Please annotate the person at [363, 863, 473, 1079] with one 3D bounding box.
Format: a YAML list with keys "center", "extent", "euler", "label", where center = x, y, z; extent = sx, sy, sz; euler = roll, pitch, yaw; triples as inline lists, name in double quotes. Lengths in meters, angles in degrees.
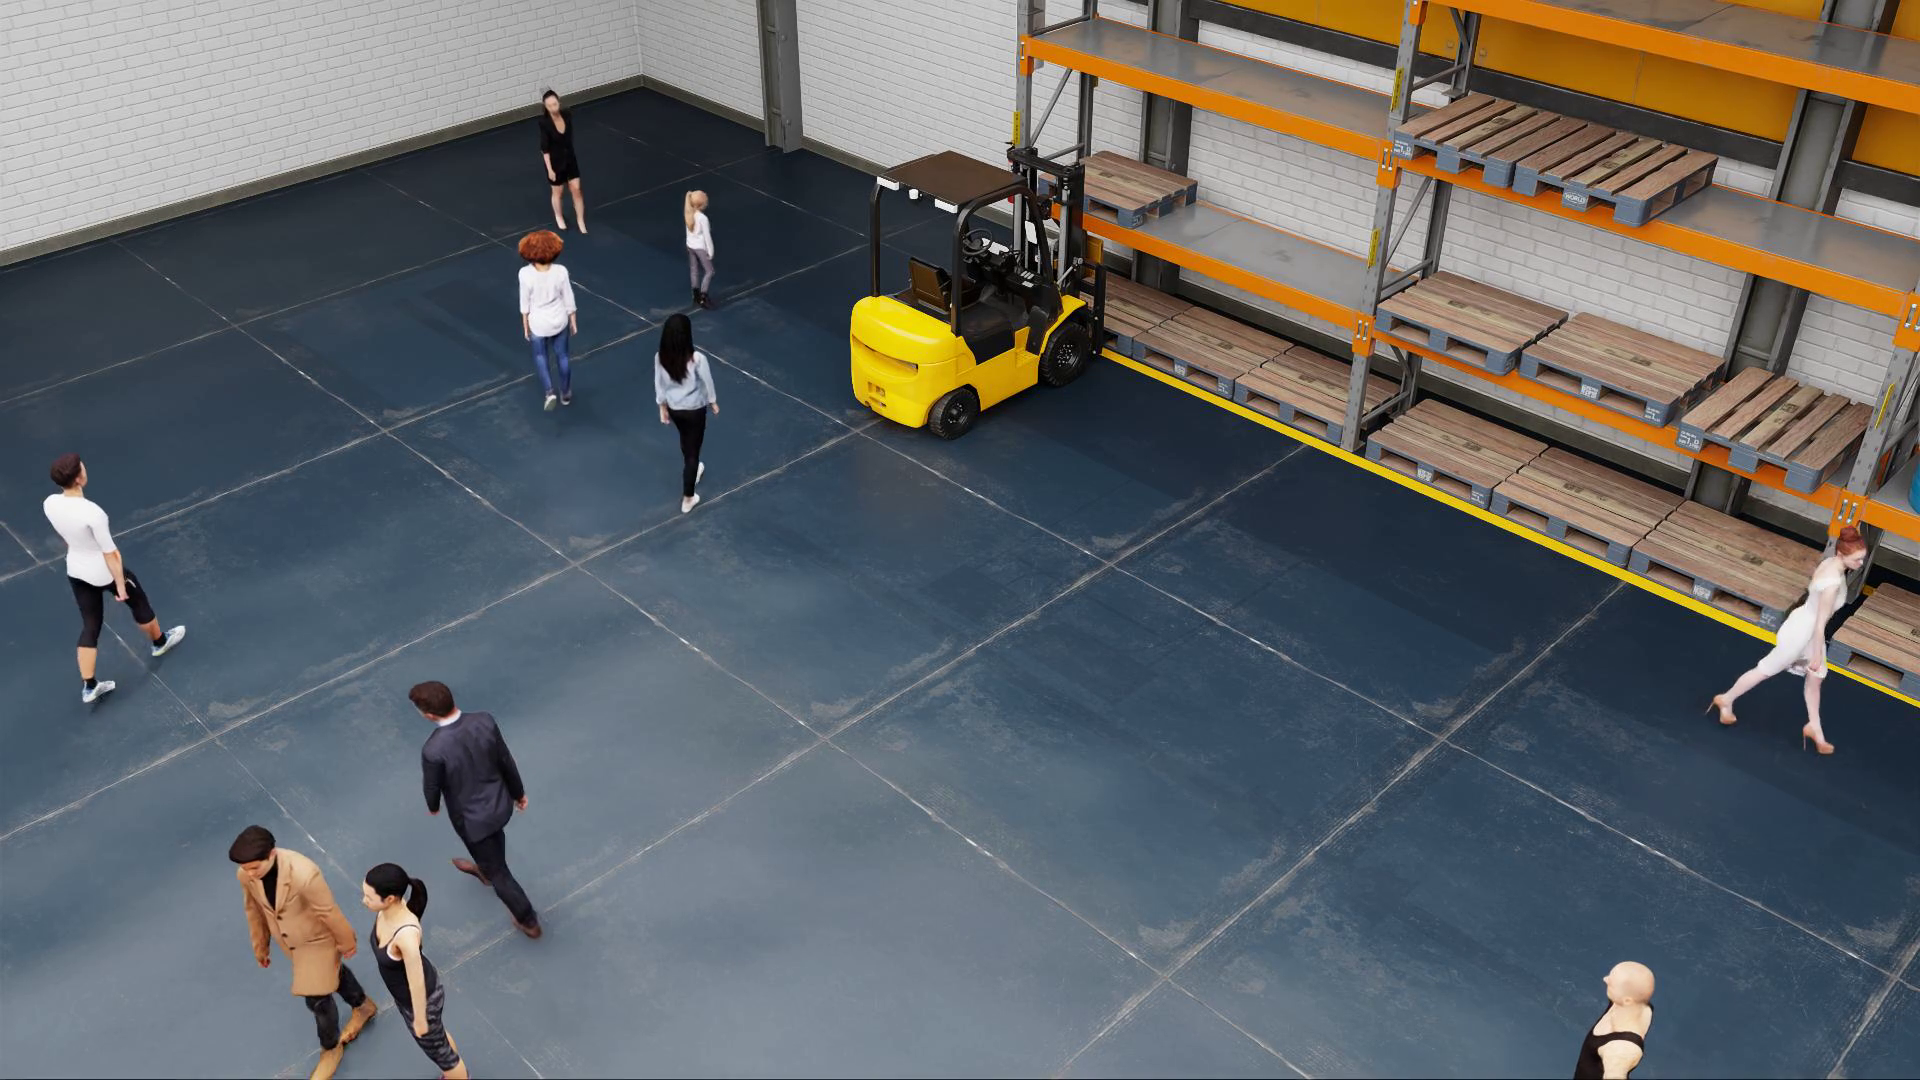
- center: [-2.746, 2.303, 8.460]
  extent: [0.658, 1.720, 0.529]
  euler: [-20, 39, -27]
  label: "person"

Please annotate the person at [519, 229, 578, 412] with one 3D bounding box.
- center: [-3.668, -1.915, 14.830]
  extent: [0.856, 1.693, 0.951]
  euler: [-8, 35, -12]
  label: "person"

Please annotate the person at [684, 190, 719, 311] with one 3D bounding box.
- center: [-2.650, -2.951, 16.779]
  extent: [0.413, 1.261, 0.670]
  euler: [21, 39, 28]
  label: "person"

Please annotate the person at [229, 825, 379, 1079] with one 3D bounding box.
- center: [-3.419, 2.043, 8.875]
  extent: [0.902, 1.692, 0.916]
  euler: [11, 35, 16]
  label: "person"

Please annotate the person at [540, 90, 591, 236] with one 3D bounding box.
- center: [-4.386, -4.111, 18.167]
  extent: [0.702, 1.656, 0.603]
  euler: [25, 41, 32]
  label: "person"

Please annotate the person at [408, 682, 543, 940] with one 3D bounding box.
- center: [-2.683, 1.589, 9.451]
  extent: [1.075, 1.811, 0.769]
  euler: [25, 41, 33]
  label: "person"

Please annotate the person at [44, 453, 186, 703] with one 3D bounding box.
- center: [-5.994, 0.278, 11.419]
  extent: [1.230, 1.816, 1.146]
  euler: [8, 35, 12]
  label: "person"

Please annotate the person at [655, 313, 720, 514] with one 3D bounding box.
- center: [-2.233, -0.991, 13.447]
  extent: [0.942, 1.684, 0.921]
  euler: [9, 35, 13]
  label: "person"

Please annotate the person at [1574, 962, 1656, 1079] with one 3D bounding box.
- center: [3.025, 2.655, 7.845]
  extent: [0.628, 1.815, 0.712]
  euler: [15, 36, 21]
  label: "person"

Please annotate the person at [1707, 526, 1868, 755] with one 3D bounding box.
- center: [5.441, 0.616, 10.974]
  extent: [1.082, 1.745, 0.713]
  euler: [18, 37, 24]
  label: "person"
